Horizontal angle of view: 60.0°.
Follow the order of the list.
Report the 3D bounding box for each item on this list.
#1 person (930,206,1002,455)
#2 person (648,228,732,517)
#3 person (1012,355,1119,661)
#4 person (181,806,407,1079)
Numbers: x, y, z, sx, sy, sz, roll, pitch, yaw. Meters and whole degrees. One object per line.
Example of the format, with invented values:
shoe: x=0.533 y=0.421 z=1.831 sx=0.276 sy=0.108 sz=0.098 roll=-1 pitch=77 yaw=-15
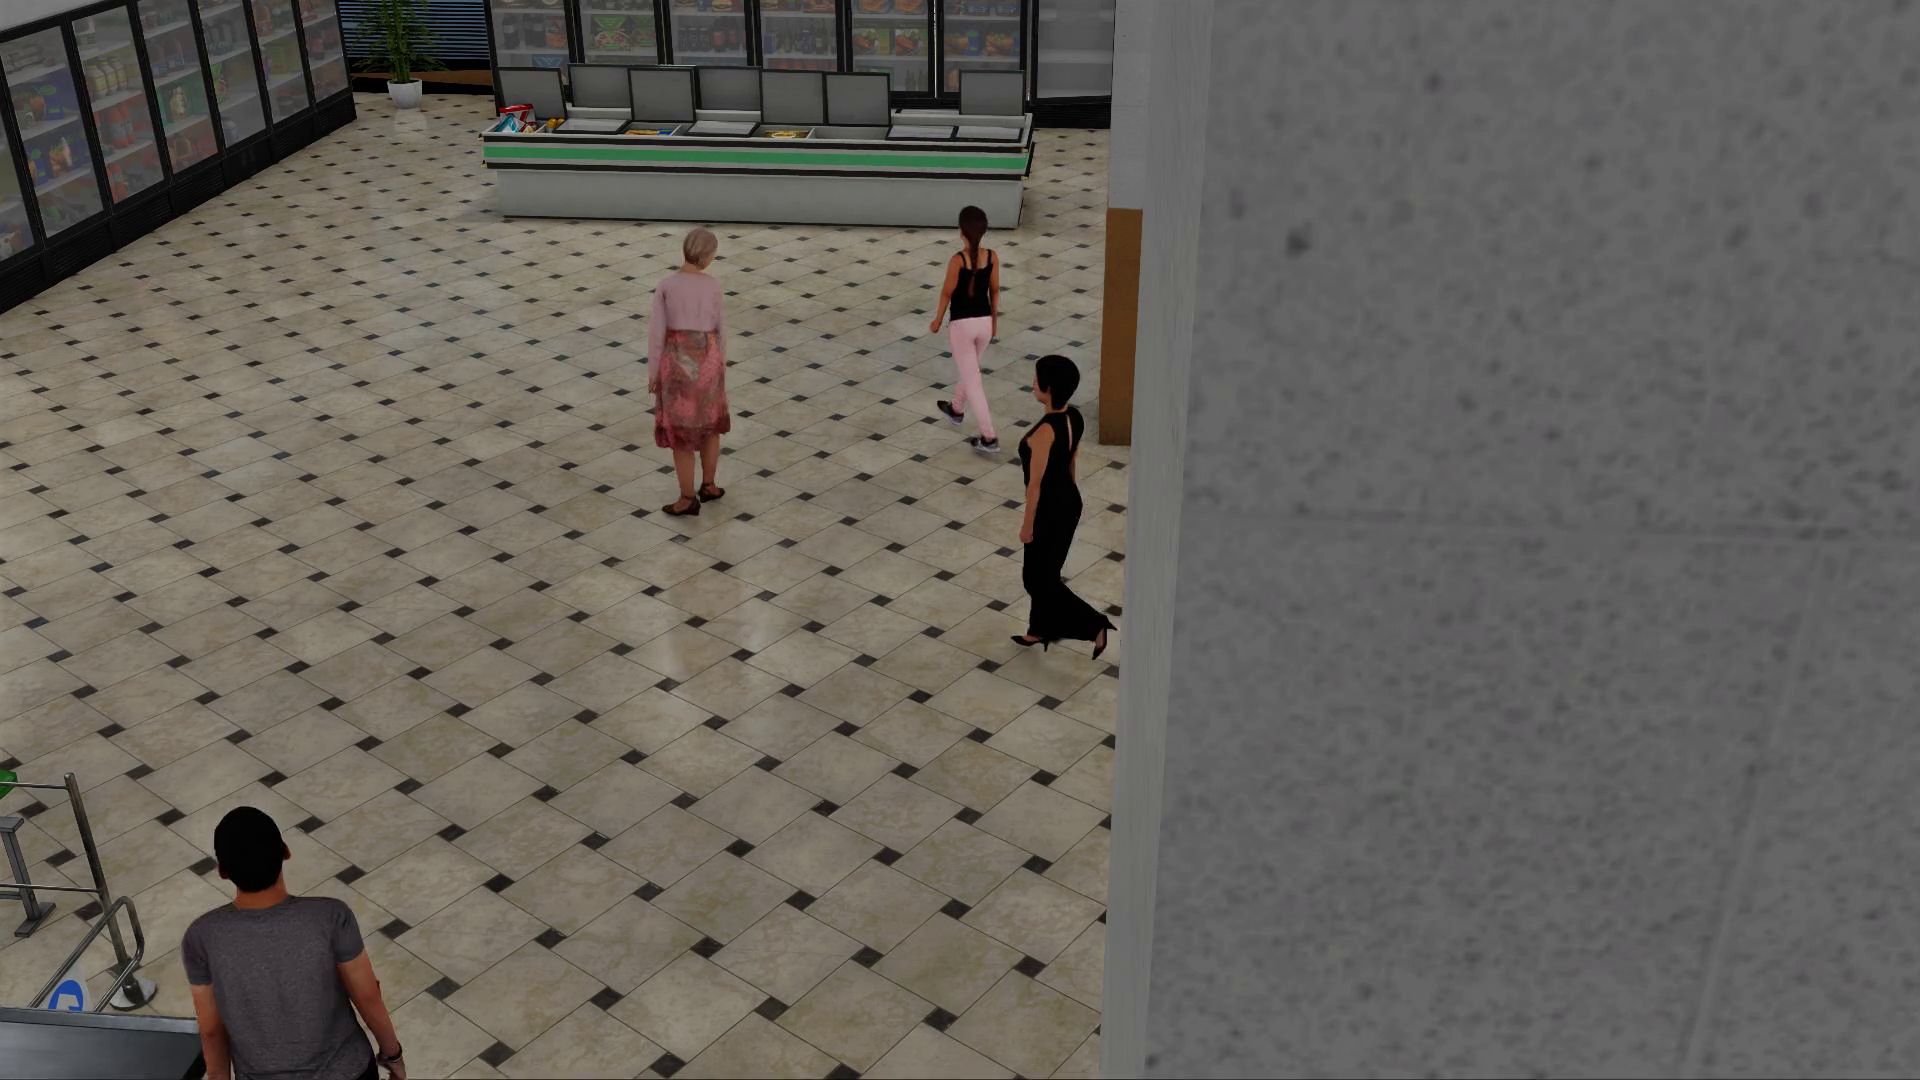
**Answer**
person: x=0.098 y=-1.279 z=10.398 sx=1.002 sy=1.524 sz=1.004 roll=-17 pitch=31 yaw=-30
person: x=-1.537 y=-0.948 z=9.591 sx=0.744 sy=1.662 sz=0.837 roll=-22 pitch=34 yaw=-37
person: x=0.504 y=-0.098 z=8.001 sx=0.918 sy=1.586 sz=0.771 roll=13 pitch=30 yaw=24
person: x=-1.821 y=1.539 z=4.602 sx=0.718 sy=1.740 sz=0.820 roll=-7 pitch=28 yaw=-13
